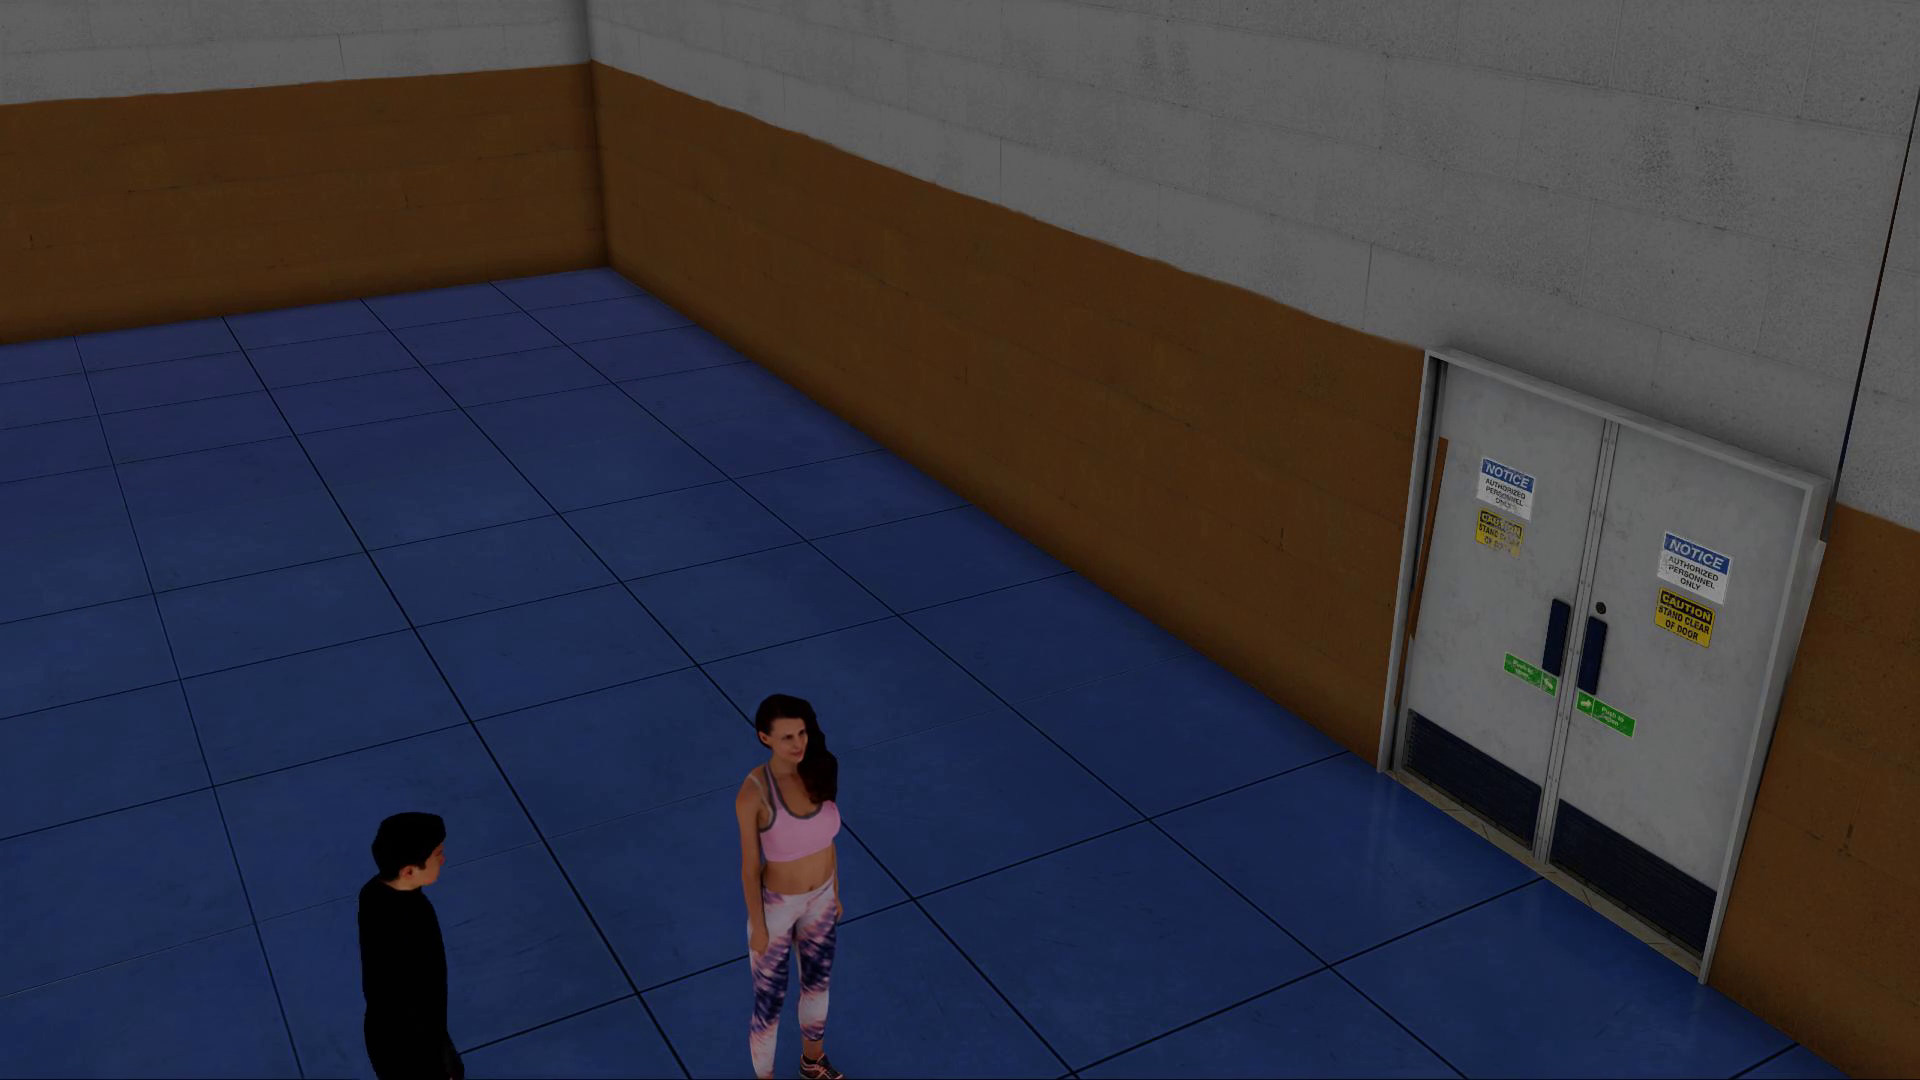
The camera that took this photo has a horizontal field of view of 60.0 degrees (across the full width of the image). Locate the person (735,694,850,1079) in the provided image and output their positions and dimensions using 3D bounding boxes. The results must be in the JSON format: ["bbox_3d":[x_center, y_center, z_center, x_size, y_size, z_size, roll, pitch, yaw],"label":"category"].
[{"bbox_3d":[-0.620,1.364,6.160,0.534,1.766,0.697,-19,30,-37],"label":"person"}]

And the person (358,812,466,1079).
[{"bbox_3d":[-1.903,1.659,5.561,0.775,1.705,0.731,-11,26,-24],"label":"person"}]
